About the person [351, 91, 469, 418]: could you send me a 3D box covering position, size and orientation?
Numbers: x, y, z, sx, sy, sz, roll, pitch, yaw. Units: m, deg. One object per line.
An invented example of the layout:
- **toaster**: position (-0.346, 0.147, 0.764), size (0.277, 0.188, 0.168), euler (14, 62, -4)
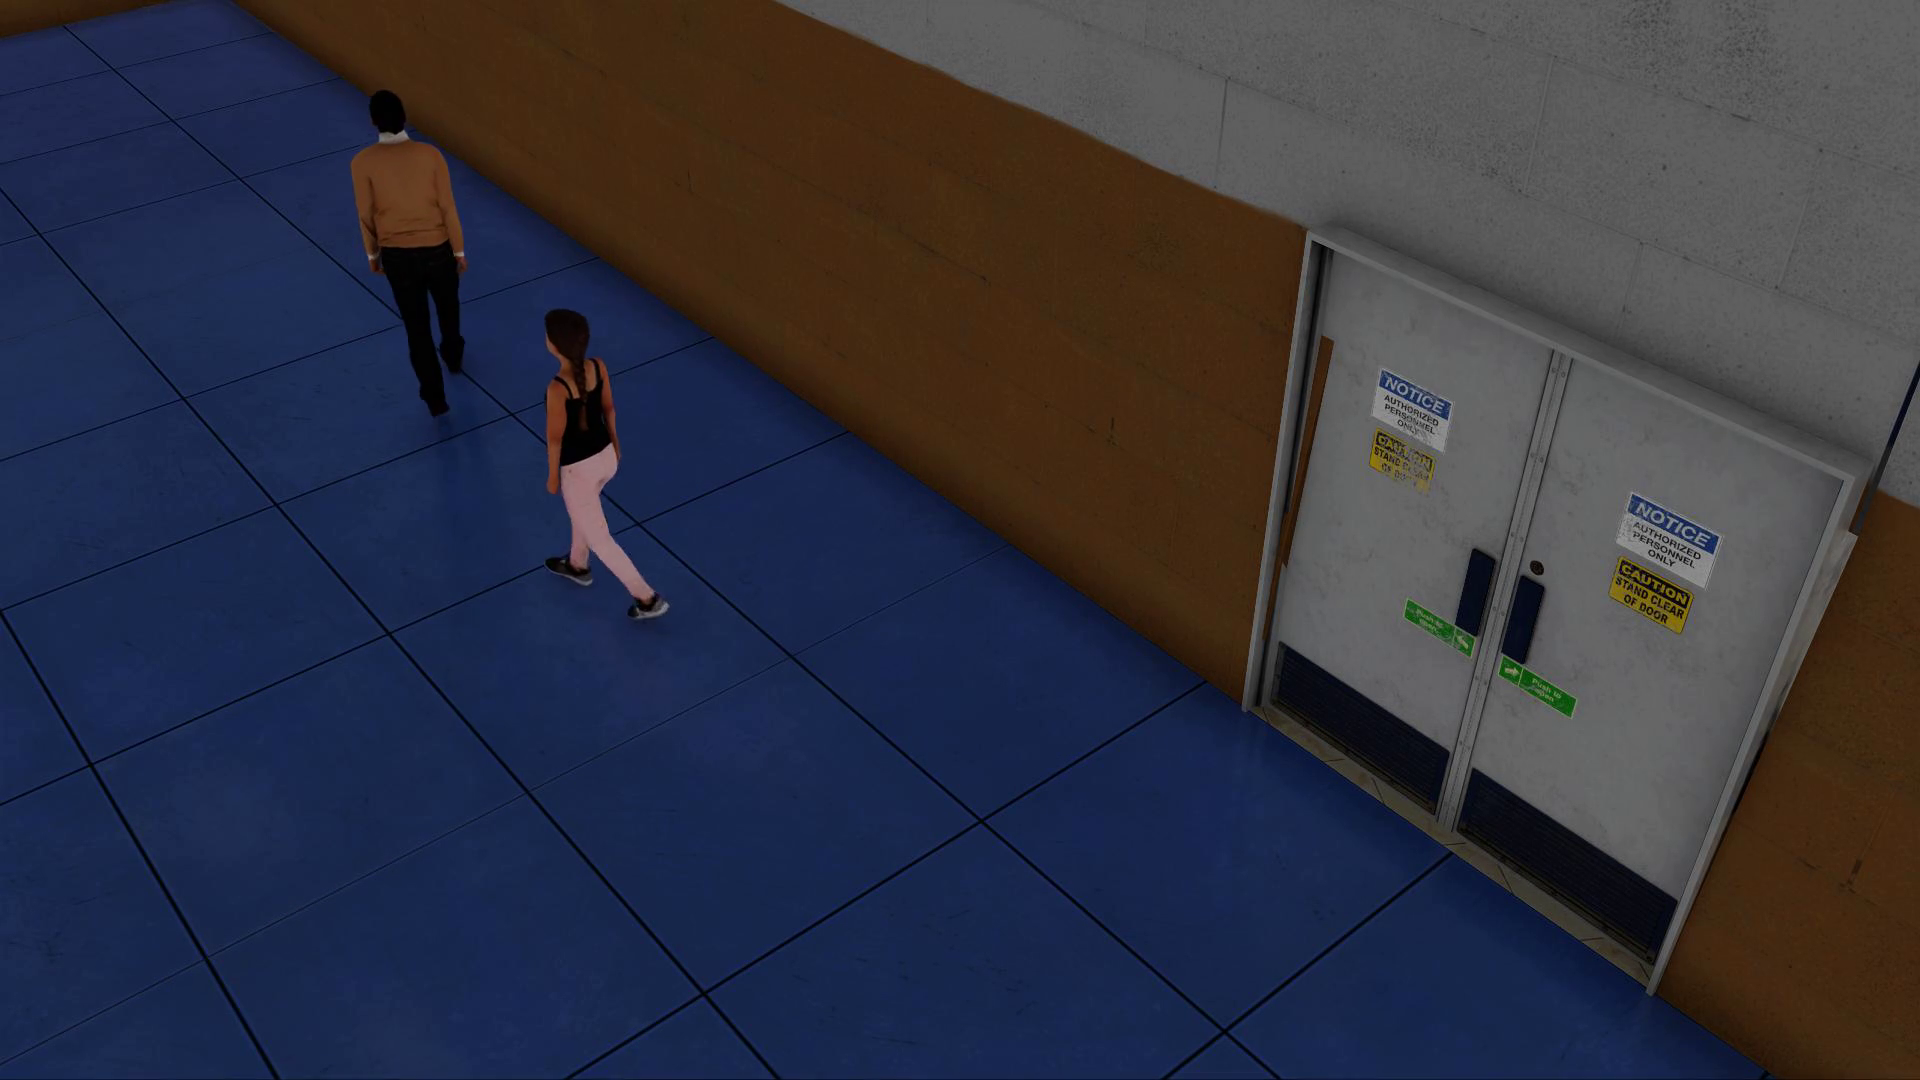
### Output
- **person**: position (-2.866, -1.468, 8.788), size (1.185, 1.730, 1.005), euler (-12, 38, -15)

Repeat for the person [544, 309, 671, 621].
- **person**: position (-1.614, -0.296, 7.389), size (0.819, 1.534, 1.013), euler (19, 41, 23)
